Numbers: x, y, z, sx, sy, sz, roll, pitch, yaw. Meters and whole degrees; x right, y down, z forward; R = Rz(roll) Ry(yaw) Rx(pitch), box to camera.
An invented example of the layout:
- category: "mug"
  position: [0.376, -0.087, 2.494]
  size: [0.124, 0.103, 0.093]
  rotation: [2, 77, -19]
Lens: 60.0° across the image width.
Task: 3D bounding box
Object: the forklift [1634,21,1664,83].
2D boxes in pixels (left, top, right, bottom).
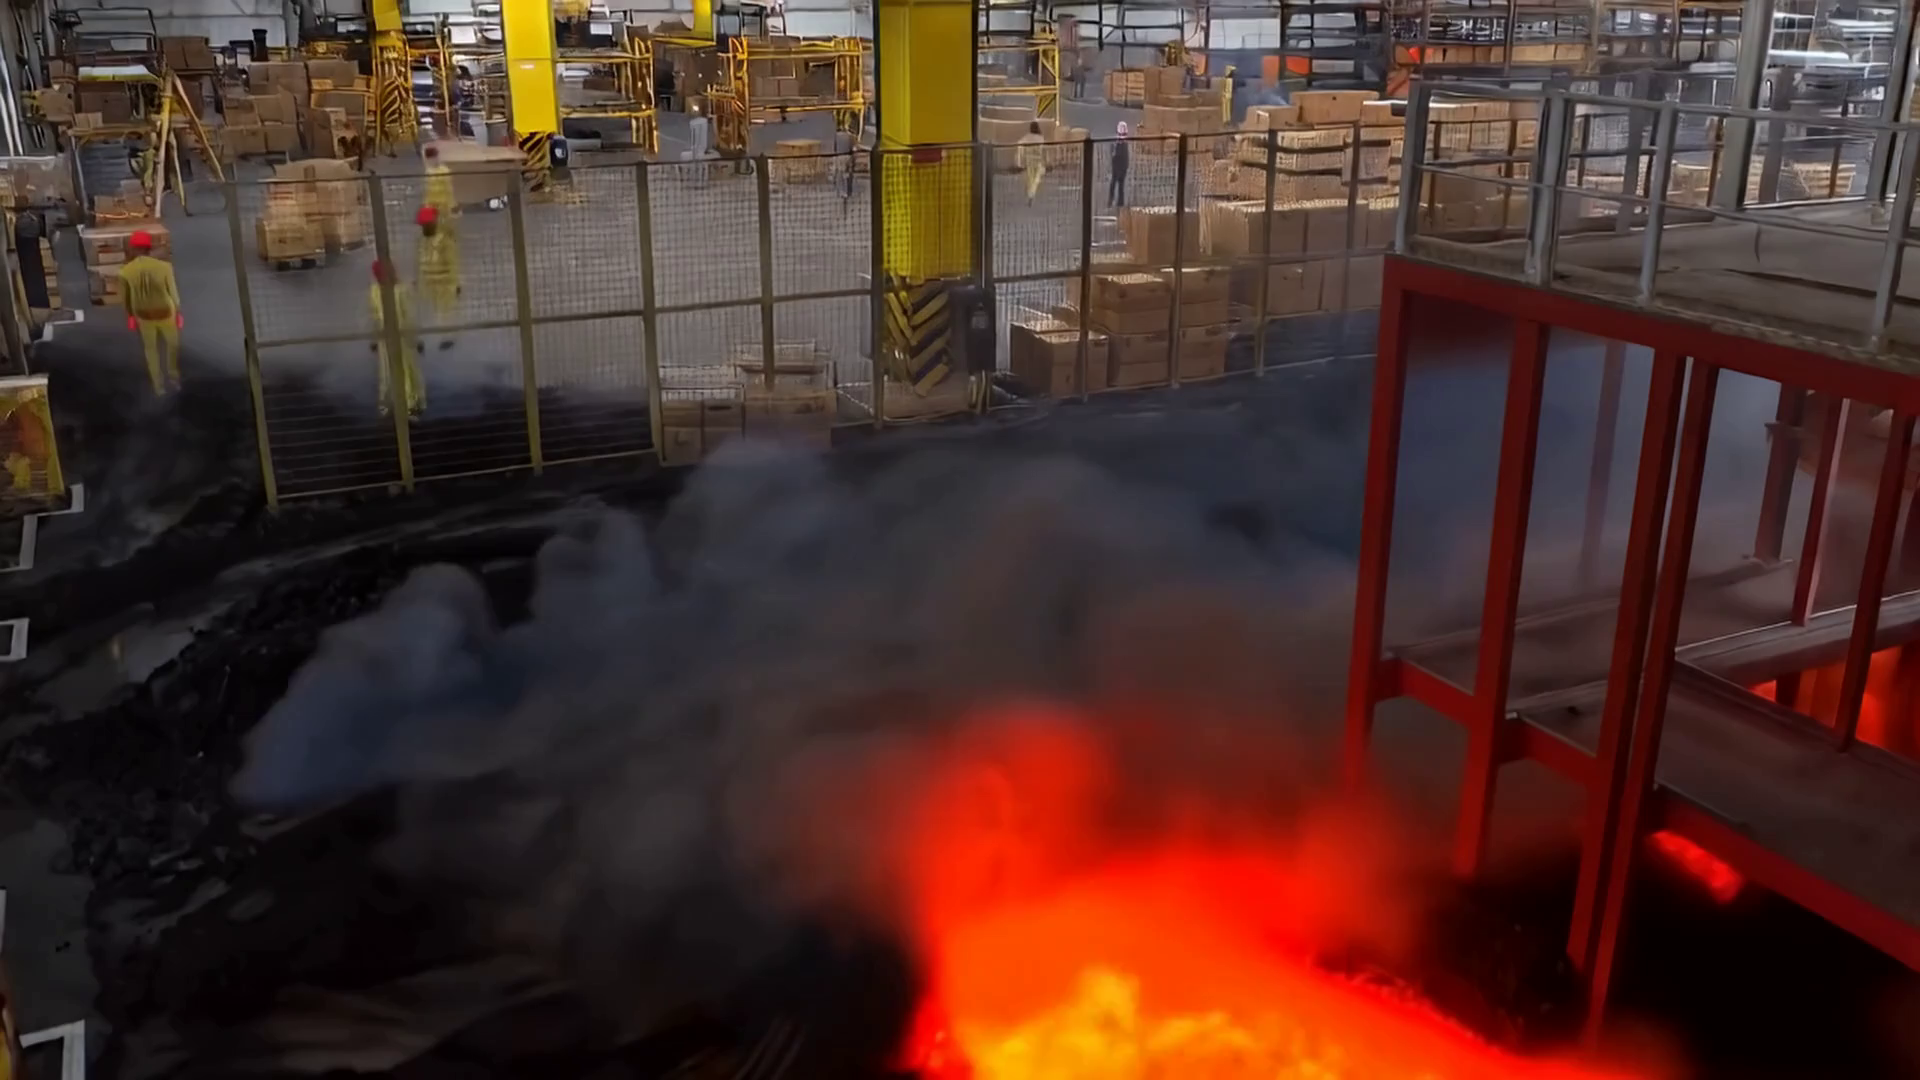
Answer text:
- category: "forklift"
  position: [27.934, -19.742, 67.899]
  size: [1.873, 2.768, 1.129]
  rotation: [-9, 21, -25]

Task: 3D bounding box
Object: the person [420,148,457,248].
- category: "person"
  position: [-9.353, -6.064, 29.779]
  size: [0.606, 1.871, 1.034]
  rotation: [7, 20, 19]

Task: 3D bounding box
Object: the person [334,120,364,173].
- category: "person"
  position: [-12.624, -7.706, 34.432]
  size: [0.543, 1.939, 0.360]
  rotation: [-8, 21, -23]

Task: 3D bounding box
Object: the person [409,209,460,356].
- category: "person"
  position: [-6.999, -3.397, 21.976]
  size: [0.647, 1.911, 0.864]
  rotation: [4, 20, 13]

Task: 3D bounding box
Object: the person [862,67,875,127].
- category: "person"
  position: [-2.906, -14.263, 53.542]
  size: [0.574, 1.876, 0.355]
  rotation: [17, 26, 41]

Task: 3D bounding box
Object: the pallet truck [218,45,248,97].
- category: "pallet truck"
  position: [-28.879, -18.665, 66.111]
  size: [0.823, 1.965, 1.885]
  rotation: [-3, 19, -9]

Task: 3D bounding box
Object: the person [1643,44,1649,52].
- category: "person"
  position: [30.920, -21.534, 74.982]
  size: [0.525, 1.620, 0.456]
  rotation: [-9, 21, -25]

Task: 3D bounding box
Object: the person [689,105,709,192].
- category: "person"
  position: [-5.979, -8.937, 38.011]
  size: [0.372, 1.931, 0.629]
  rotation: [8, 21, 22]

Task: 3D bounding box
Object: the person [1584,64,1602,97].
- category: "person"
  position: [19.827, -13.870, 52.144]
  size: [0.536, 2.000, 0.688]
  rotation: [2, 19, 5]

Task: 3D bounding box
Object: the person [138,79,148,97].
- category: "person"
  position: [-25.155, -13.425, 51.475]
  size: [0.515, 1.634, 0.313]
  rotation: [9, 21, 24]

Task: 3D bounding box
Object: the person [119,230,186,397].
- category: "person"
  position: [-9.637, -2.704, 19.877]
  size: [0.651, 1.972, 0.571]
  rotation: [-5, 20, -14]

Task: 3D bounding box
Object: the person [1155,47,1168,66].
- category: "person"
  position: [8.271, -19.365, 68.416]
  size: [0.632, 1.816, 0.786]
  rotation: [-10, 22, -27]

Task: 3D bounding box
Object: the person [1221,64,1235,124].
- category: "person"
  position: [8.771, -14.556, 54.325]
  size: [0.392, 1.914, 0.587]
  rotation: [-1, 19, -2]

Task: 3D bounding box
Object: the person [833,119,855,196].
- category: "person"
  position: [-2.600, -8.615, 37.446]
  size: [0.534, 1.692, 0.321]
  rotation: [7, 20, 19]

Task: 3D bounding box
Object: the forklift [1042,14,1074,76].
- category: "forklift"
  position: [4.907, -23.153, 77.787]
  size: [1.873, 2.768, 1.129]
  rotation: [-9, 21, -25]

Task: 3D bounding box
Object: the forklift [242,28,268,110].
- category: "forklift"
  position: [-24.965, -16.909, 59.685]
  size: [1.873, 2.768, 1.129]
  rotation: [-9, 21, -25]

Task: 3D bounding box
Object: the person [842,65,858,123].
- category: "person"
  position: [-3.552, -14.621, 54.549]
  size: [0.629, 1.888, 0.558]
  rotation: [0, 19, 1]

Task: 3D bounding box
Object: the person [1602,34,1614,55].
- category: "person"
  position: [29.931, -22.381, 76.830]
  size: [0.616, 2.032, 0.559]
  rotation: [-9, 21, -25]

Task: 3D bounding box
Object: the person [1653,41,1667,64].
- category: "person"
  position: [30.983, -21.213, 73.718]
  size: [0.667, 1.852, 1.019]
  rotation: [-6, 20, -17]

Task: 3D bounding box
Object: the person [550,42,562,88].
- category: "person"
  position: [-17.150, -20.037, 70.244]
  size: [0.707, 1.891, 0.746]
  rotation: [-4, 20, -12]

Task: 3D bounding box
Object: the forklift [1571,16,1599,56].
- category: "forklift"
  position: [28.432, -22.755, 76.631]
  size: [1.129, 2.768, 1.873]
  rotation: [-10, 21, -26]

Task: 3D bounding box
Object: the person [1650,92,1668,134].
- category: "person"
  position: [18.709, -11.055, 44.419]
  size: [0.544, 1.747, 0.438]
  rotation: [4, 19, 12]

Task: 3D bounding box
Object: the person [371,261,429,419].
- category: "person"
  position: [-6.385, -2.270, 18.857]
  size: [0.674, 1.820, 0.500]
  rotation: [7, 20, 19]

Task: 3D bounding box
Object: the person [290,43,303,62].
- category: "person"
  position: [-27.771, -19.868, 69.751]
  size: [0.650, 1.906, 0.794]
  rotation: [-17, 26, -41]

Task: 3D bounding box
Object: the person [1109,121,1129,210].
- category: "person"
  position: [3.377, -7.934, 35.234]
  size: [0.514, 1.842, 0.328]
  rotation: [-16, 24, -38]

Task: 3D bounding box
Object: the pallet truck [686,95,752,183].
- category: "pallet truck"
  position: [-5.836, -9.608, 39.856]
  size: [0.823, 1.965, 1.885]
  rotation: [10, 22, 27]

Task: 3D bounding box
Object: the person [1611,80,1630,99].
- category: "person"
  position: [21.554, -14.361, 54.262]
  size: [0.893, 1.580, 0.517]
  rotation: [-13, 23, -33]

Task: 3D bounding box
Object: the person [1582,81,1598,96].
- category: "person"
  position: [18.050, -12.294, 47.725]
  size: [0.354, 1.942, 0.545]
  rotation: [-10, 21, -27]

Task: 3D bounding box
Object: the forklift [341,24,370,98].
- category: "forklift"
  position: [-23.462, -18.606, 64.604]
  size: [1.129, 2.768, 1.873]
  rotation: [13, 23, 34]

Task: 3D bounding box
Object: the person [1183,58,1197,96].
- category: "person"
  position: [8.800, -17.659, 63.788]
  size: [0.528, 1.603, 0.829]
  rotation: [-3, 19, -8]

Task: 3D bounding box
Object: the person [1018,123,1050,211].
- category: "person"
  position: [1.609, -7.941, 35.332]
  size: [0.655, 1.787, 0.980]
  rotation: [8, 21, 23]

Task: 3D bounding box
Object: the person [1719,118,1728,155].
- category: "person"
  position: [16.178, -7.957, 35.157]
  size: [0.355, 1.940, 0.542]
  rotation: [10, 21, 26]

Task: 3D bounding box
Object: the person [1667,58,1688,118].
- category: "person"
  position: [24.451, -15.431, 56.752]
  size: [0.617, 1.983, 0.403]
  rotation: [6, 20, 17]

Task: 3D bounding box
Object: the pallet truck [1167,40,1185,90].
- category: "pallet truck"
  position: [9.045, -19.971, 69.895]
  size: [0.823, 1.965, 1.885]
  rotation: [-3, 19, -8]
